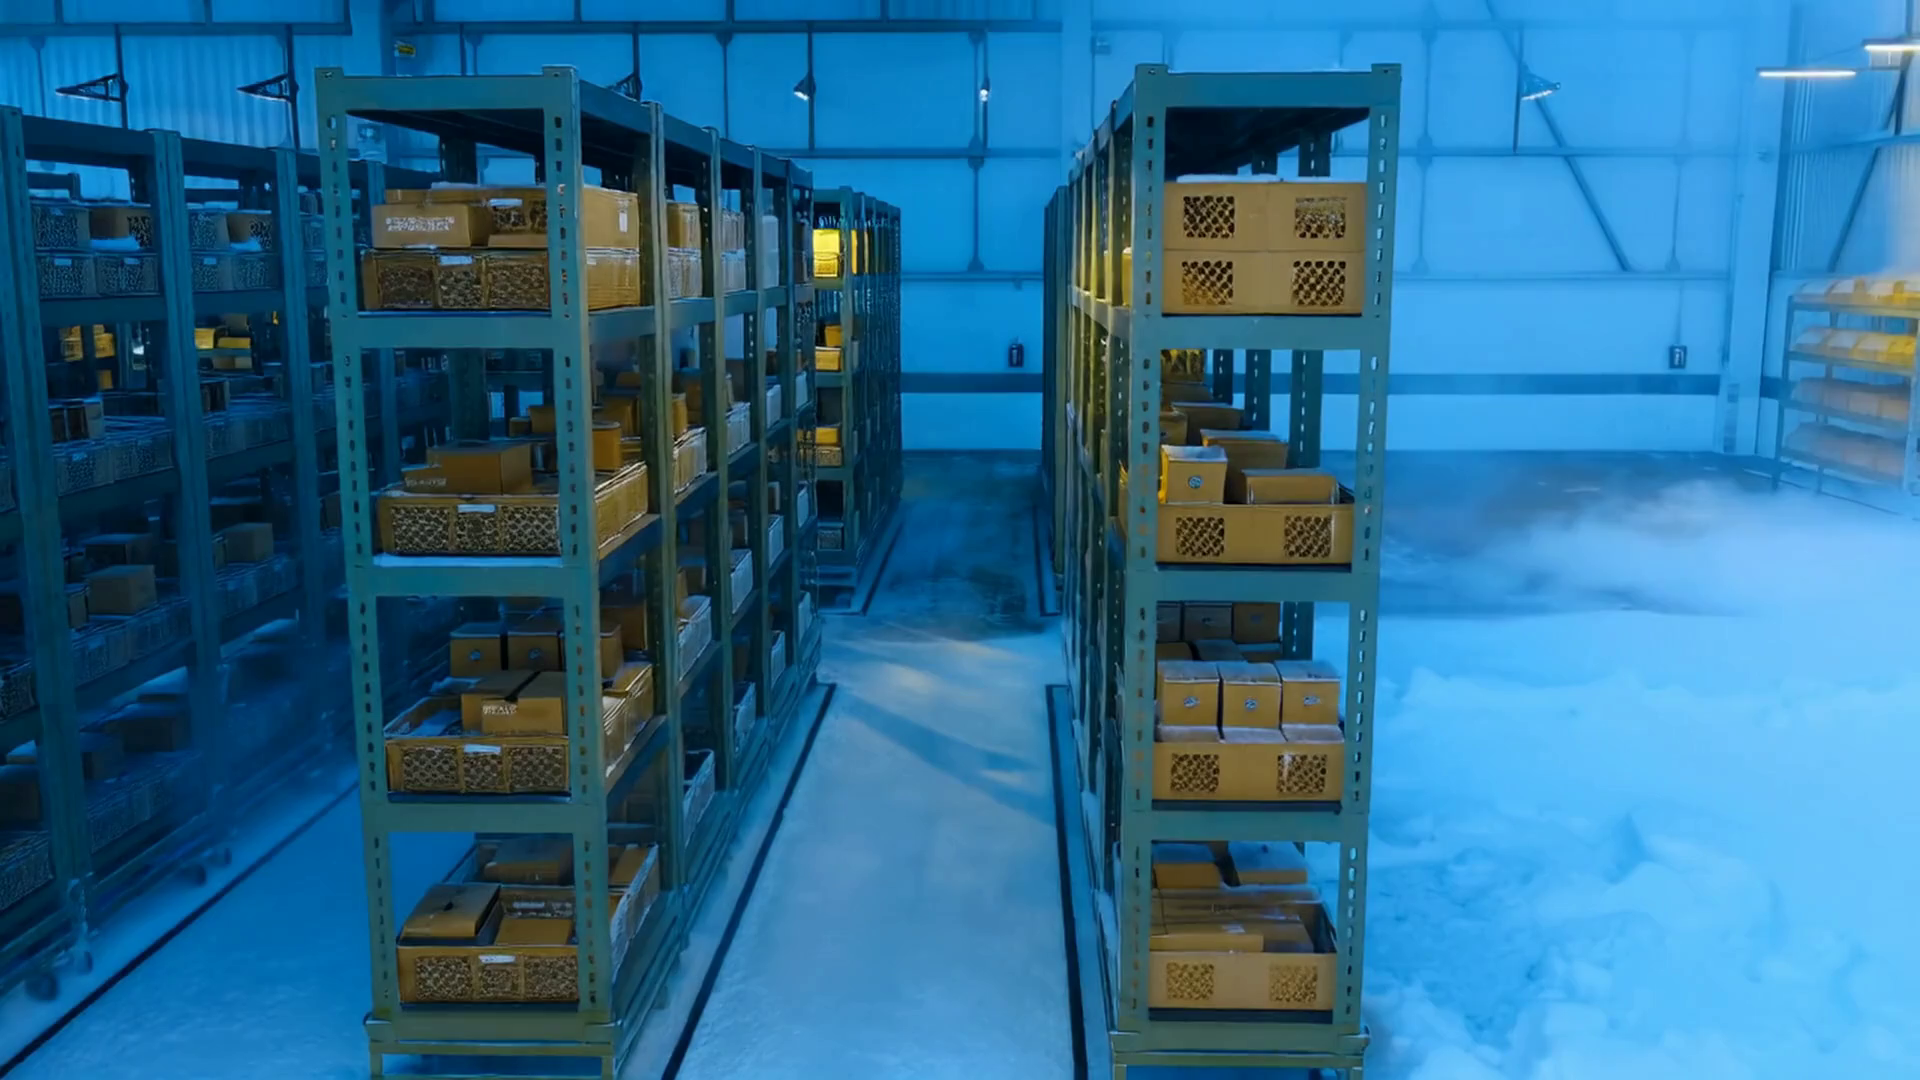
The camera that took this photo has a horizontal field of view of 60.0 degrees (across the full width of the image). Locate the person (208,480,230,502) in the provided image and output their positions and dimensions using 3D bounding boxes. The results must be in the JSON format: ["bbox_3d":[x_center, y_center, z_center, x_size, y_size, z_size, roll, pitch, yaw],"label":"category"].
[{"bbox_3d":[-7.618,-0.823,16.858,0.393,1.985,0.611,-2,10,-14],"label":"person"}]
